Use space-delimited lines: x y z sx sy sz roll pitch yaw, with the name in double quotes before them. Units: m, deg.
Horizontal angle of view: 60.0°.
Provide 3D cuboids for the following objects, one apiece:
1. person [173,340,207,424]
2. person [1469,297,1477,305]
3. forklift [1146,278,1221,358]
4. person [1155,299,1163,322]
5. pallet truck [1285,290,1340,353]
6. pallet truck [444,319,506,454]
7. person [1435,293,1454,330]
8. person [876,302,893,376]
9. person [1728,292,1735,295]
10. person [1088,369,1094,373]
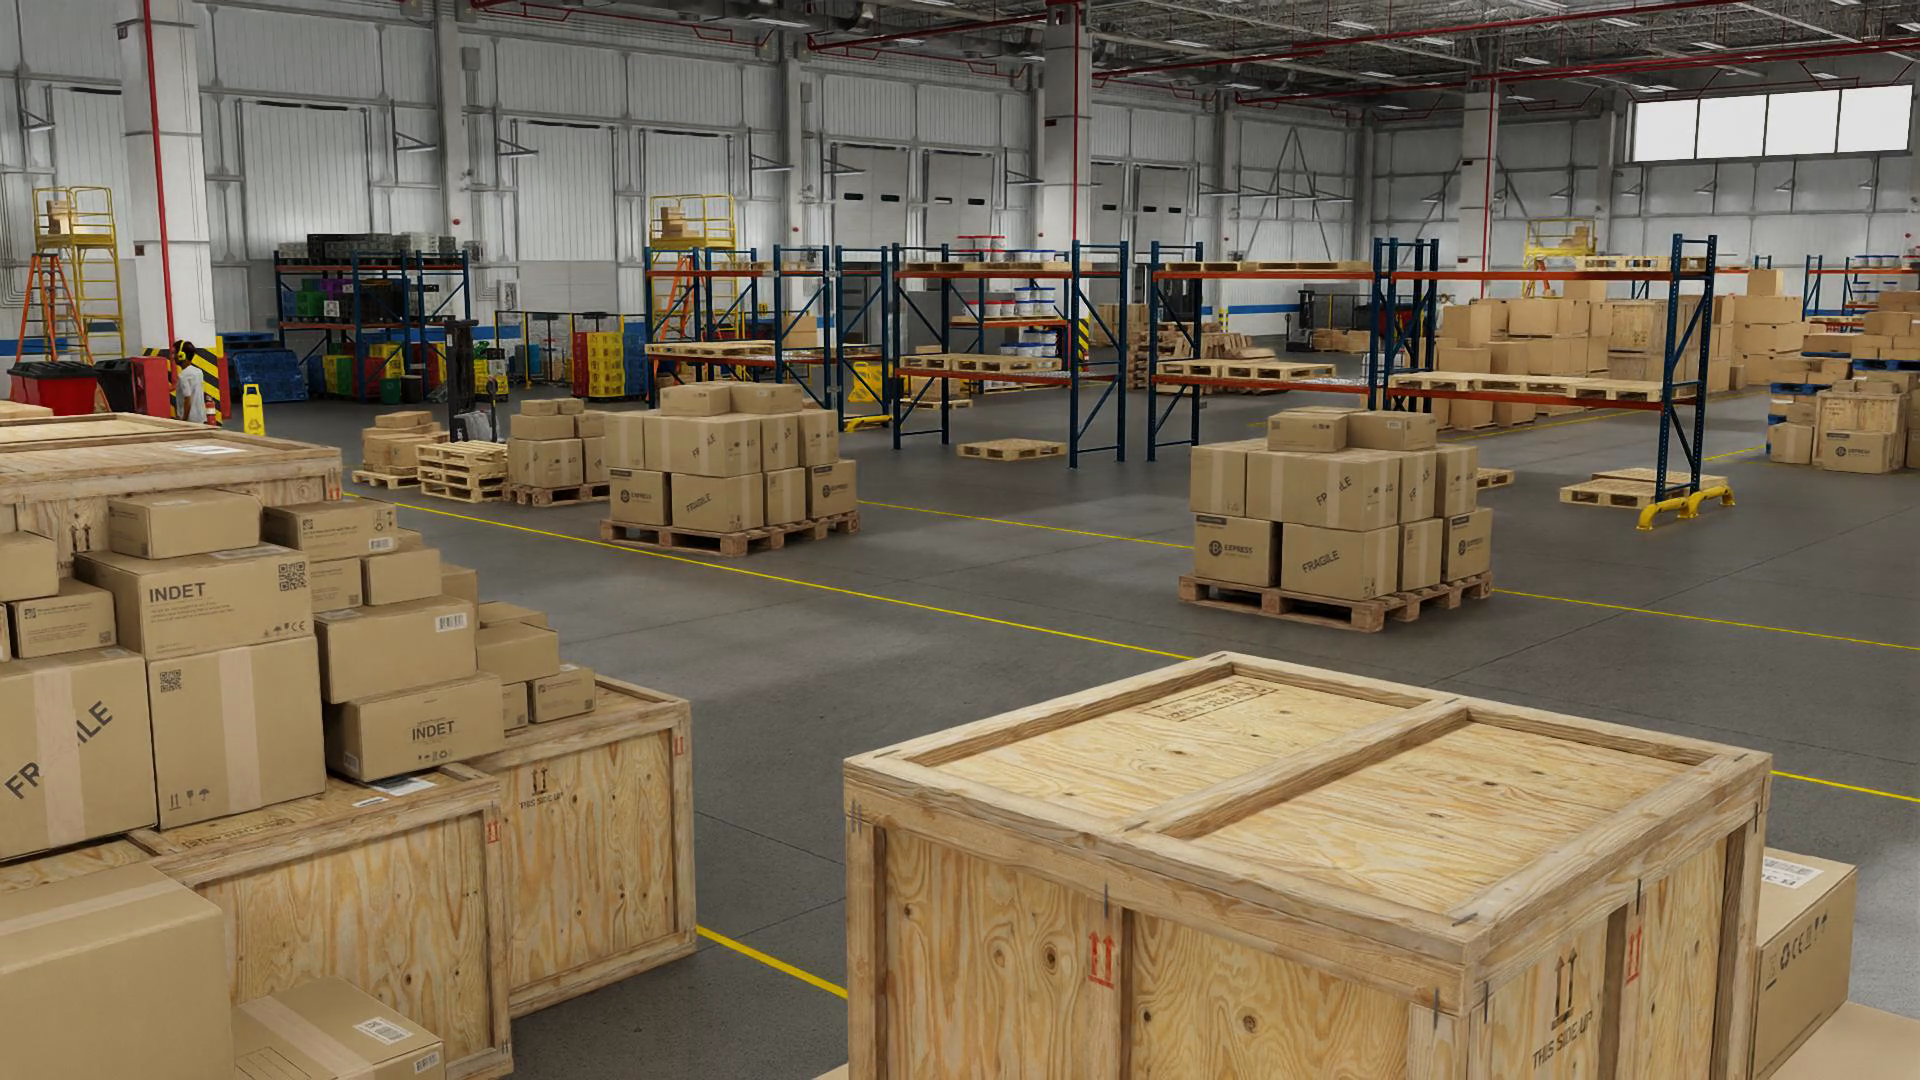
"person" -8.575 -1.280 18.518 0.329 1.862 0.510 -1 9 -6
"person" 12.952 -5.159 42.055 0.632 1.940 0.372 -3 10 -16
"forklift" 6.369 -6.425 46.935 1.873 2.768 1.129 9 13 43
"person" 6.633 -7.298 56.087 0.513 1.640 0.309 9 13 44
"pallet truck" 11.297 -6.951 52.861 1.885 1.965 0.823 -5 11 -29
"pallet truck" -6.981 -1.942 22.150 1.885 1.965 0.823 1 9 9
"person" 14.961 -6.700 51.551 0.627 1.922 0.447 3 10 17
"person" -1.860 -4.976 41.155 0.594 1.862 0.440 6 11 34
"person" 24.781 -7.011 53.485 0.584 1.914 0.458 6 11 34
"person" 2.934 -5.082 42.330 0.892 1.695 0.492 2 9 11
